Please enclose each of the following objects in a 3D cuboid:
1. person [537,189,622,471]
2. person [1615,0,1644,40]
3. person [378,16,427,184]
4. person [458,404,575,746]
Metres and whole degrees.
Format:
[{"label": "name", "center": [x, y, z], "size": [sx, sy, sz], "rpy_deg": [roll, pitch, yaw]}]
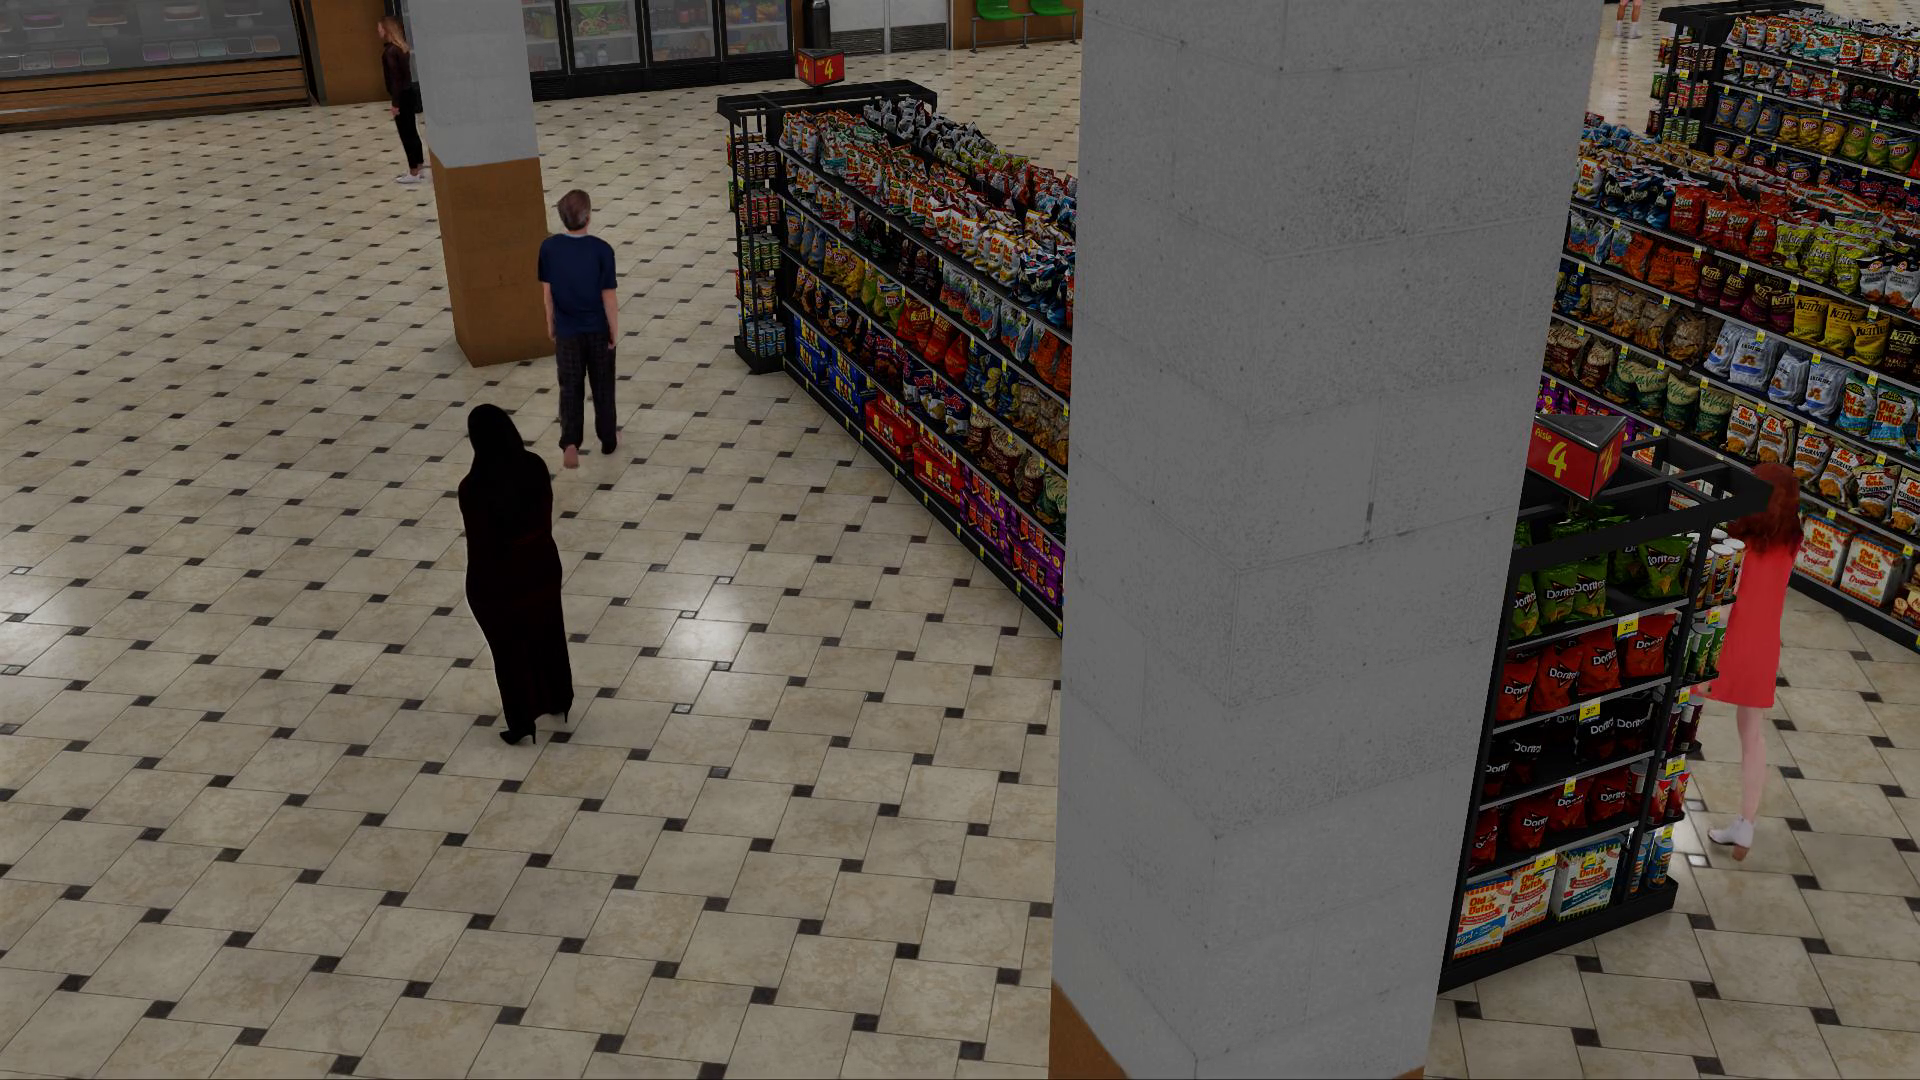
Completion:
[{"label": "person", "center": [-2.465, -1.328, 10.812], "size": [0.901, 1.850, 1.100], "rpy_deg": [-1, 27, -1]}, {"label": "person", "center": [10.132, -8.458, 24.939], "size": [0.772, 1.789, 0.627], "rpy_deg": [-24, 35, -39]}, {"label": "person", "center": [-5.856, -4.628, 17.481], "size": [0.746, 1.705, 0.597], "rpy_deg": [0, 27, 1]}, {"label": "person", "center": [-2.121, 0.169, 7.968], "size": [0.777, 1.752, 0.762], "rpy_deg": [17, 31, 30]}]
